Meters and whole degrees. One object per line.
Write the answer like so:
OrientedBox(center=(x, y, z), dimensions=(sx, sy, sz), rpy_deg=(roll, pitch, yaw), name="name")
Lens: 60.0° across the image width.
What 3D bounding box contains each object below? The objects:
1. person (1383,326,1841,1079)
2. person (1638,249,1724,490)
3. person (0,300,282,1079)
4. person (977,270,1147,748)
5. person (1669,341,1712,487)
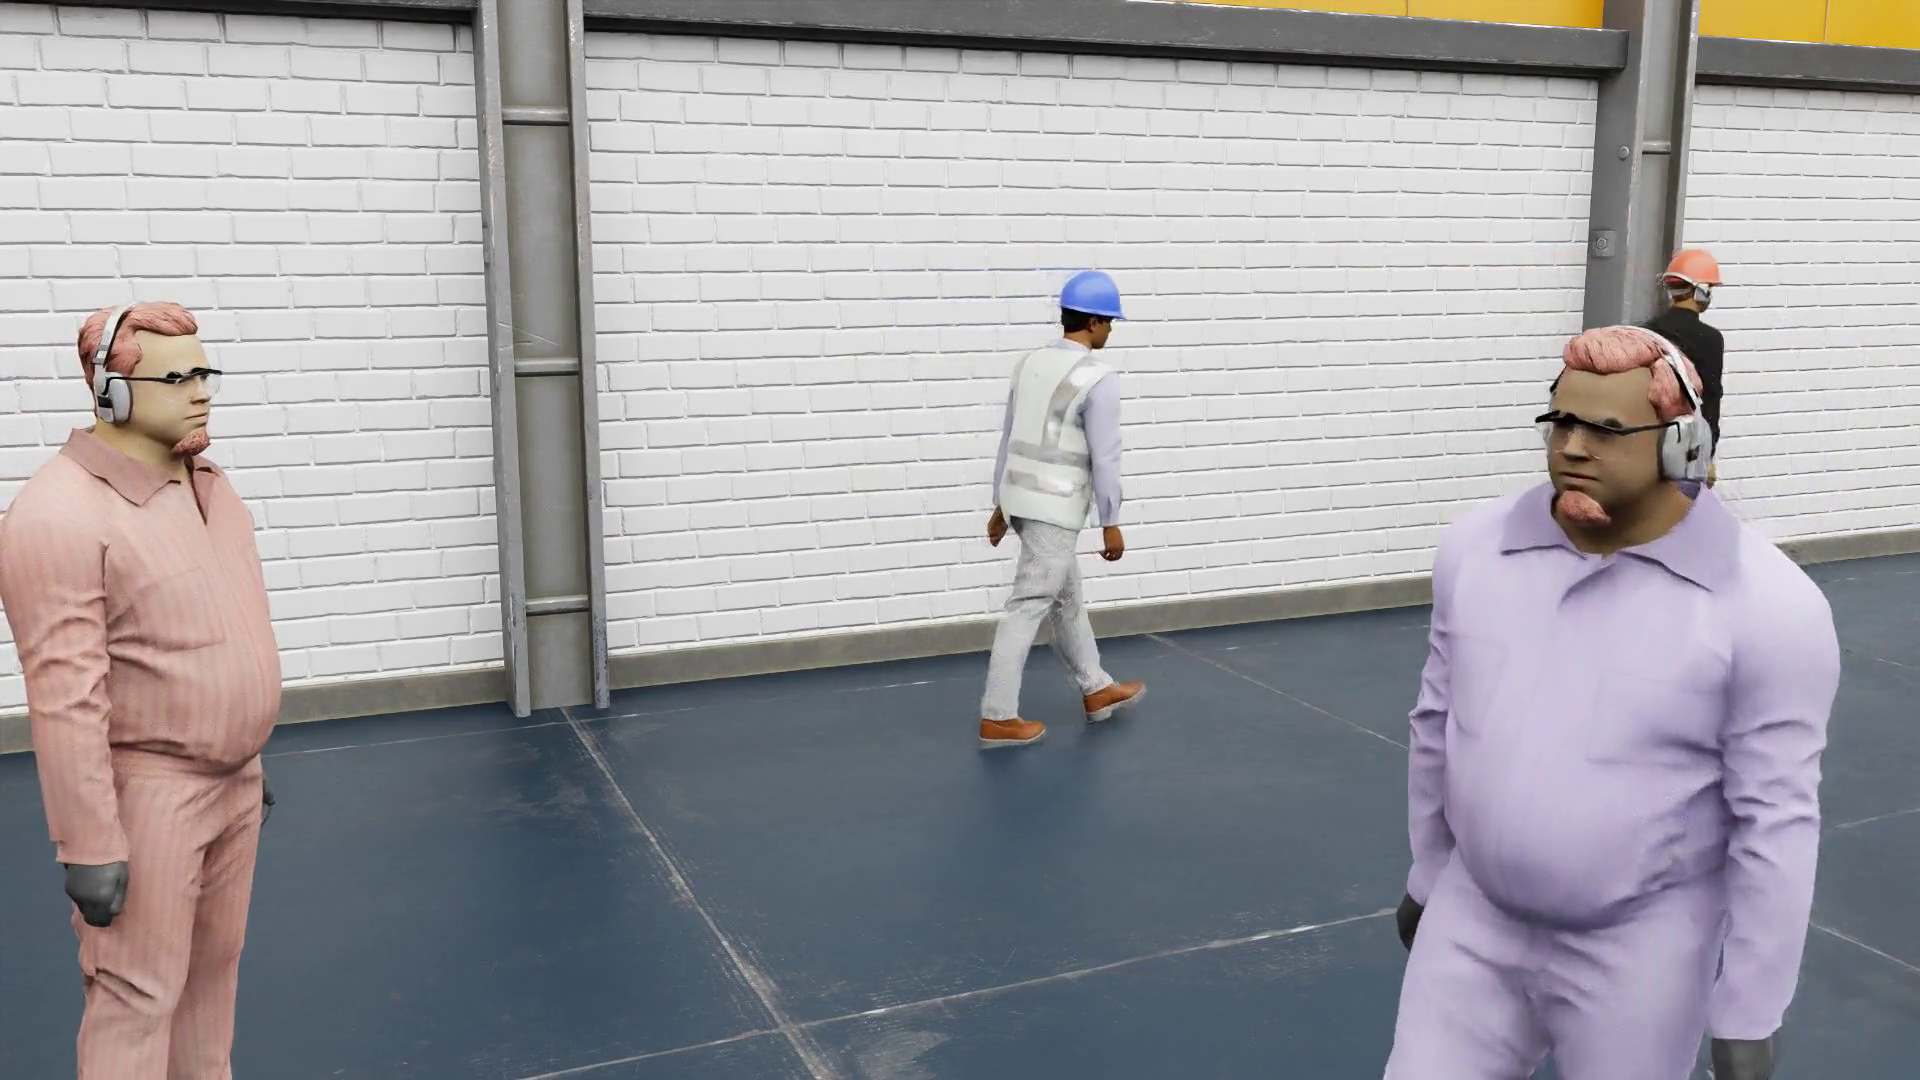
OrientedBox(center=(0.960, 0.614, 2.616), dimensions=(0.435, 1.890, 0.683), rpy_deg=(-10, 14, -44), name="person")
OrientedBox(center=(3.595, -0.489, 8.495), dimensions=(0.606, 1.977, 0.614), rpy_deg=(-3, 11, -16), name="person")
OrientedBox(center=(-1.533, 0.490, 3.270), dimensions=(0.402, 1.906, 0.652), rpy_deg=(1, 10, 3), name="person")
OrientedBox(center=(0.447, -0.123, 6.689), dimensions=(0.925, 1.888, 0.601), rpy_deg=(-5, 11, -26), name="person")
OrientedBox(center=(2.714, 0.010, 6.702), dimensions=(0.670, 1.607, 0.527), rpy_deg=(-4, 11, -22), name="person")
